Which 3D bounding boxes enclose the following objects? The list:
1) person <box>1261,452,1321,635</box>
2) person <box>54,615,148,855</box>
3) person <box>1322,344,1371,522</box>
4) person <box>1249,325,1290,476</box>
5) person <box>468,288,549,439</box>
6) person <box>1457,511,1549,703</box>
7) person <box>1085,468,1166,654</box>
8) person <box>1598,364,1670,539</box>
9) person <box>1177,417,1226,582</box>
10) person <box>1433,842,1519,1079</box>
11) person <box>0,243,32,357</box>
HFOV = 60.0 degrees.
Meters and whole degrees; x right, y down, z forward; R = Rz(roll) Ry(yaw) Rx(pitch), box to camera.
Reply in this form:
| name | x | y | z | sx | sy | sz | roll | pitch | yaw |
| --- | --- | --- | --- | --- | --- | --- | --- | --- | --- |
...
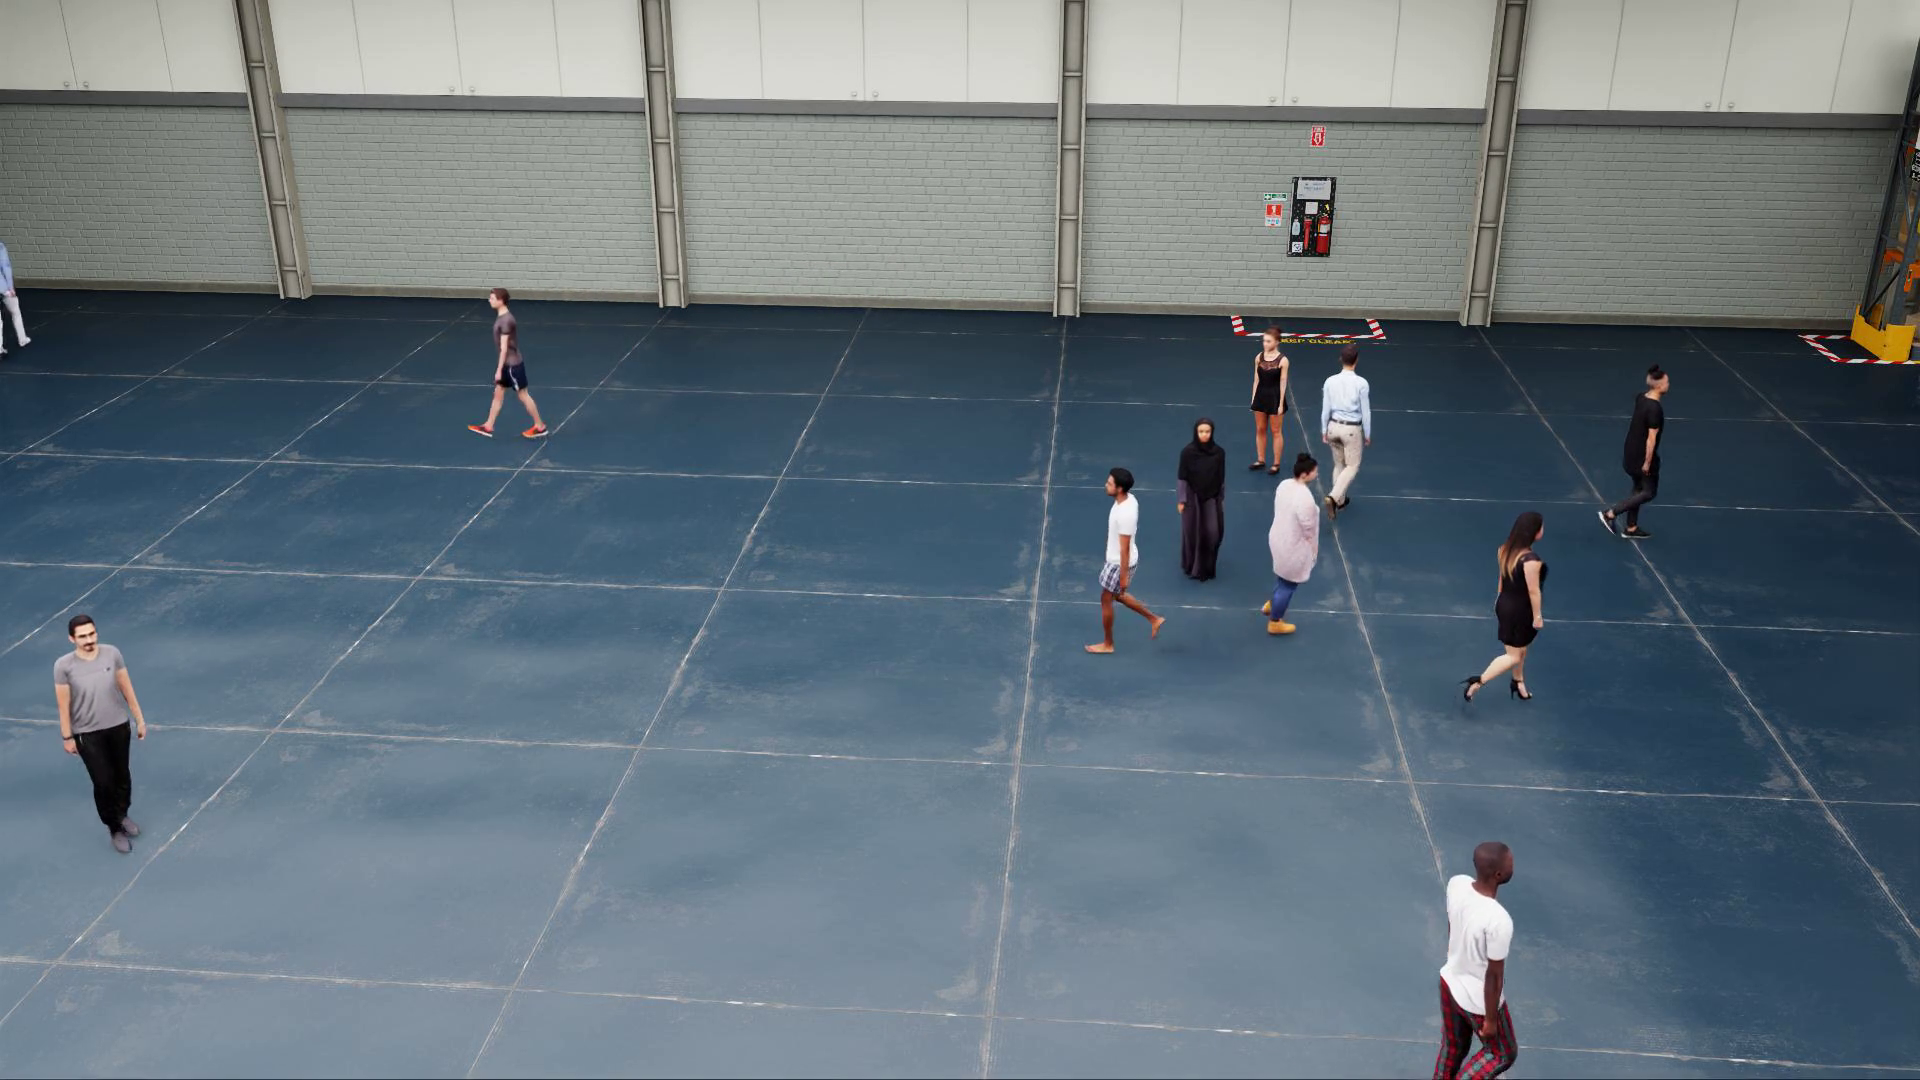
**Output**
| name | x | y | z | sx | sy | sz | roll | pitch | yaw |
| --- | --- | --- | --- | --- | --- | --- | --- | --- | --- |
| person | 2.852 | 0.045 | 14.678 | 0.743 | 1.728 | 0.759 | -6 | 24 | -13 |
| person | -6.077 | 1.299 | 11.710 | 0.895 | 1.742 | 0.835 | 19 | 29 | 37 |
| person | 3.962 | -1.079 | 17.208 | 1.087 | 1.817 | 1.006 | 14 | 27 | 29 |
| person | 3.461 | -1.568 | 18.534 | 0.670 | 1.679 | 0.749 | 19 | 30 | 38 |
| person | -5.162 | -2.031 | 19.460 | 1.241 | 1.807 | 0.975 | -7 | 24 | -16 |
| person | 4.442 | 0.609 | 13.398 | 1.027 | 1.692 | 0.790 | -4 | 23 | -9 |
| person | 1.466 | 0.186 | 14.364 | 0.903 | 1.714 | 0.650 | 2 | 23 | 5 |
| person | 6.771 | -0.876 | 16.685 | 0.830 | 1.852 | 0.699 | 1 | 23 | 2 |
| person | 2.307 | -0.429 | 15.943 | 0.698 | 1.610 | 0.715 | 0 | 23 | 0 |
| person | 2.672 | 2.439 | 8.929 | 0.803 | 1.823 | 0.796 | -7 | 24 | -16 |
| person | -13.133 | -3.406 | 22.633 | 1.137 | 1.854 | 0.917 | -4 | 23 | -8 |
